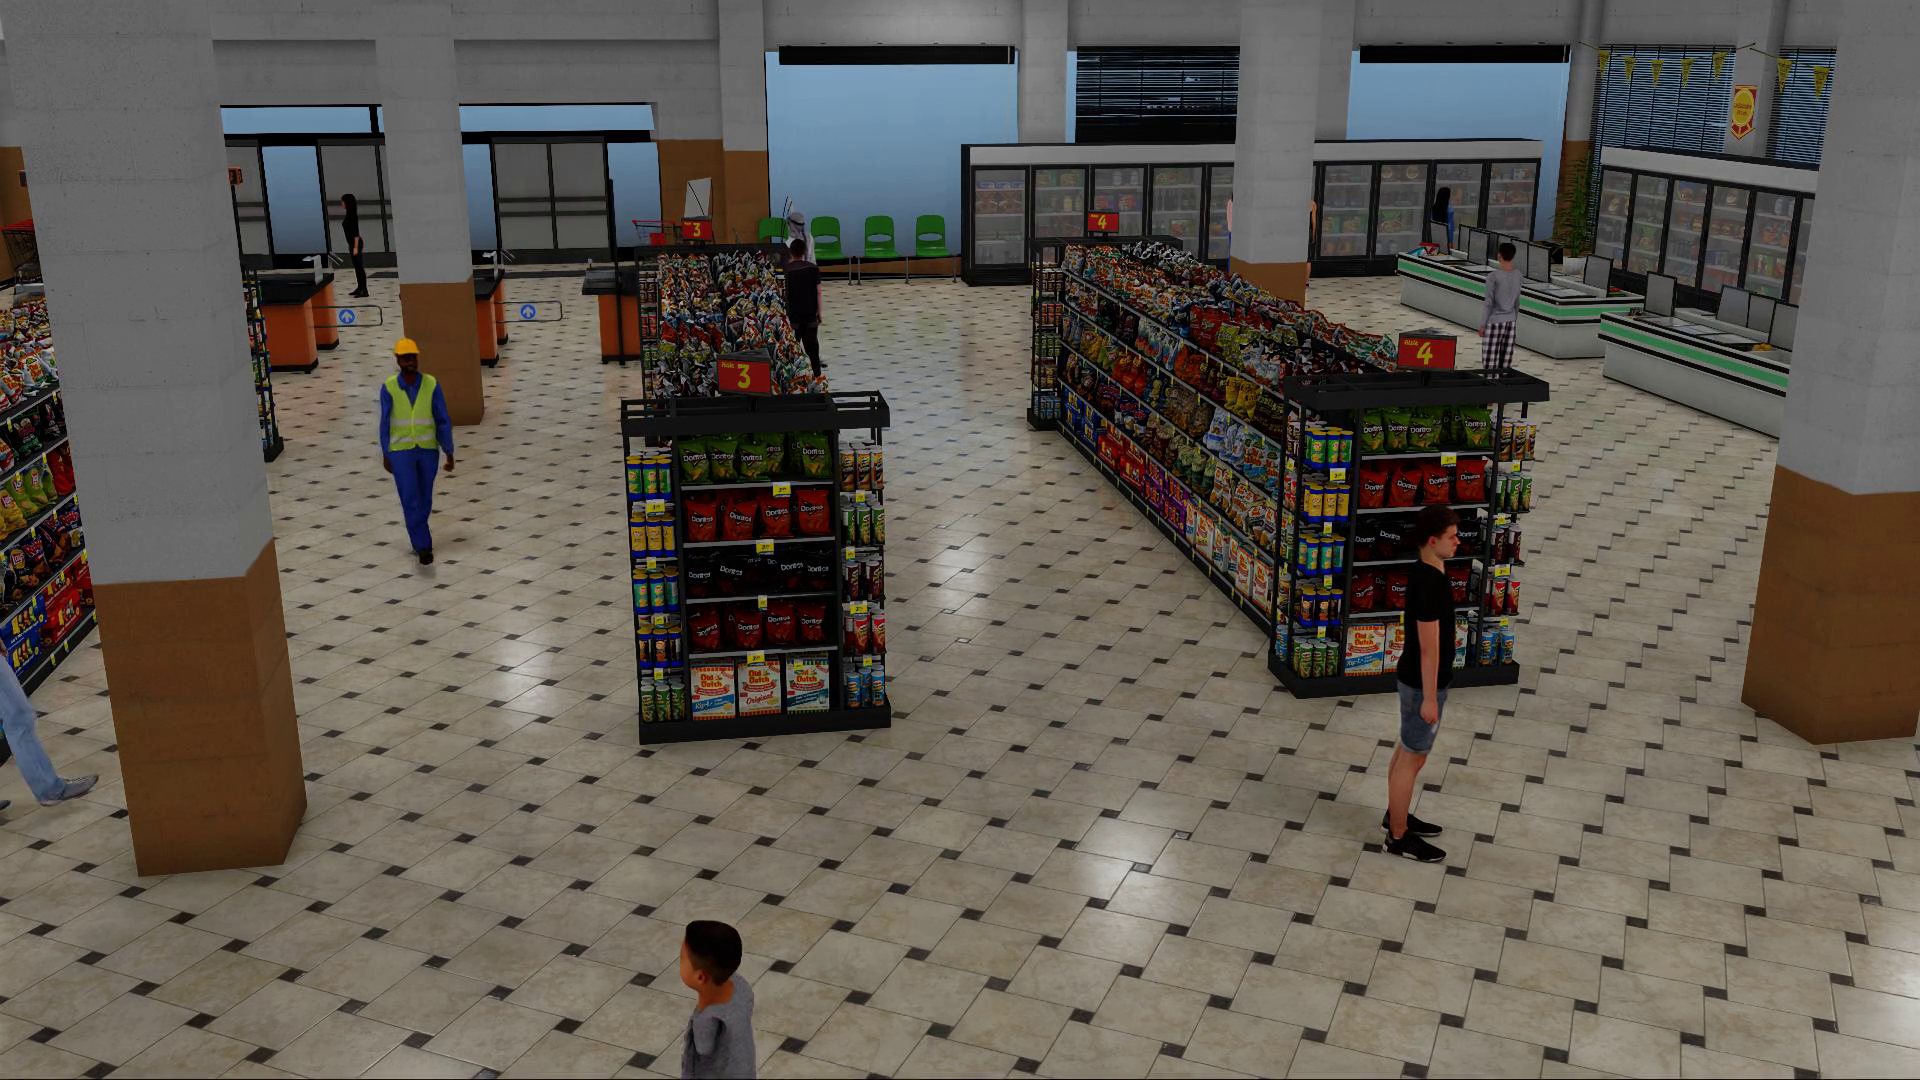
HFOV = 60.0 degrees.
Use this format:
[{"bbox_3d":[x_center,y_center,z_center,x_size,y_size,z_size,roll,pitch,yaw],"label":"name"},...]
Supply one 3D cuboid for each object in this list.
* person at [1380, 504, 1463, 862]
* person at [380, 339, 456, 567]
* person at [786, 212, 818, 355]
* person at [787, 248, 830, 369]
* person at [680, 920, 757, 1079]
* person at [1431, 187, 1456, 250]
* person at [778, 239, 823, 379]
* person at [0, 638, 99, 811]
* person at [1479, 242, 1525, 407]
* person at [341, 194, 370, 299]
[{"bbox_3d":[2.355,0.706,8.497,0.804,1.846,0.645,4,17,13],"label":"person"},{"bbox_3d":[-4.373,-0.716,13.305,0.945,1.774,1.253,-9,19,-28],"label":"person"},{"bbox_3d":[-2.070,-3.245,21.372,0.871,1.926,0.794,9,19,28],"label":"person"},{"bbox_3d":[-2.128,-2.860,20.776,0.808,1.535,0.949,4,17,13],"label":"person"},{"bbox_3d":[-0.731,1.842,5.439,0.799,1.450,0.800,4,17,12],"label":"person"},{"bbox_3d":[7.867,-4.912,27.231,0.732,1.712,0.583,-10,19,-29],"label":"person"},{"bbox_3d":[-1.855,-2.567,19.279,0.757,1.845,0.645,-6,18,-19],"label":"person"},{"bbox_3d":[-5.321,0.635,8.774,1.088,1.821,1.054,-15,22,-40],"label":"person"},{"bbox_3d":[6.143,-2.451,18.893,0.648,1.848,0.570,-5,18,-17],"label":"person"},{"bbox_3d":[-9.755,-4.758,26.844,0.696,1.642,0.558,-10,19,-29],"label":"person"}]
